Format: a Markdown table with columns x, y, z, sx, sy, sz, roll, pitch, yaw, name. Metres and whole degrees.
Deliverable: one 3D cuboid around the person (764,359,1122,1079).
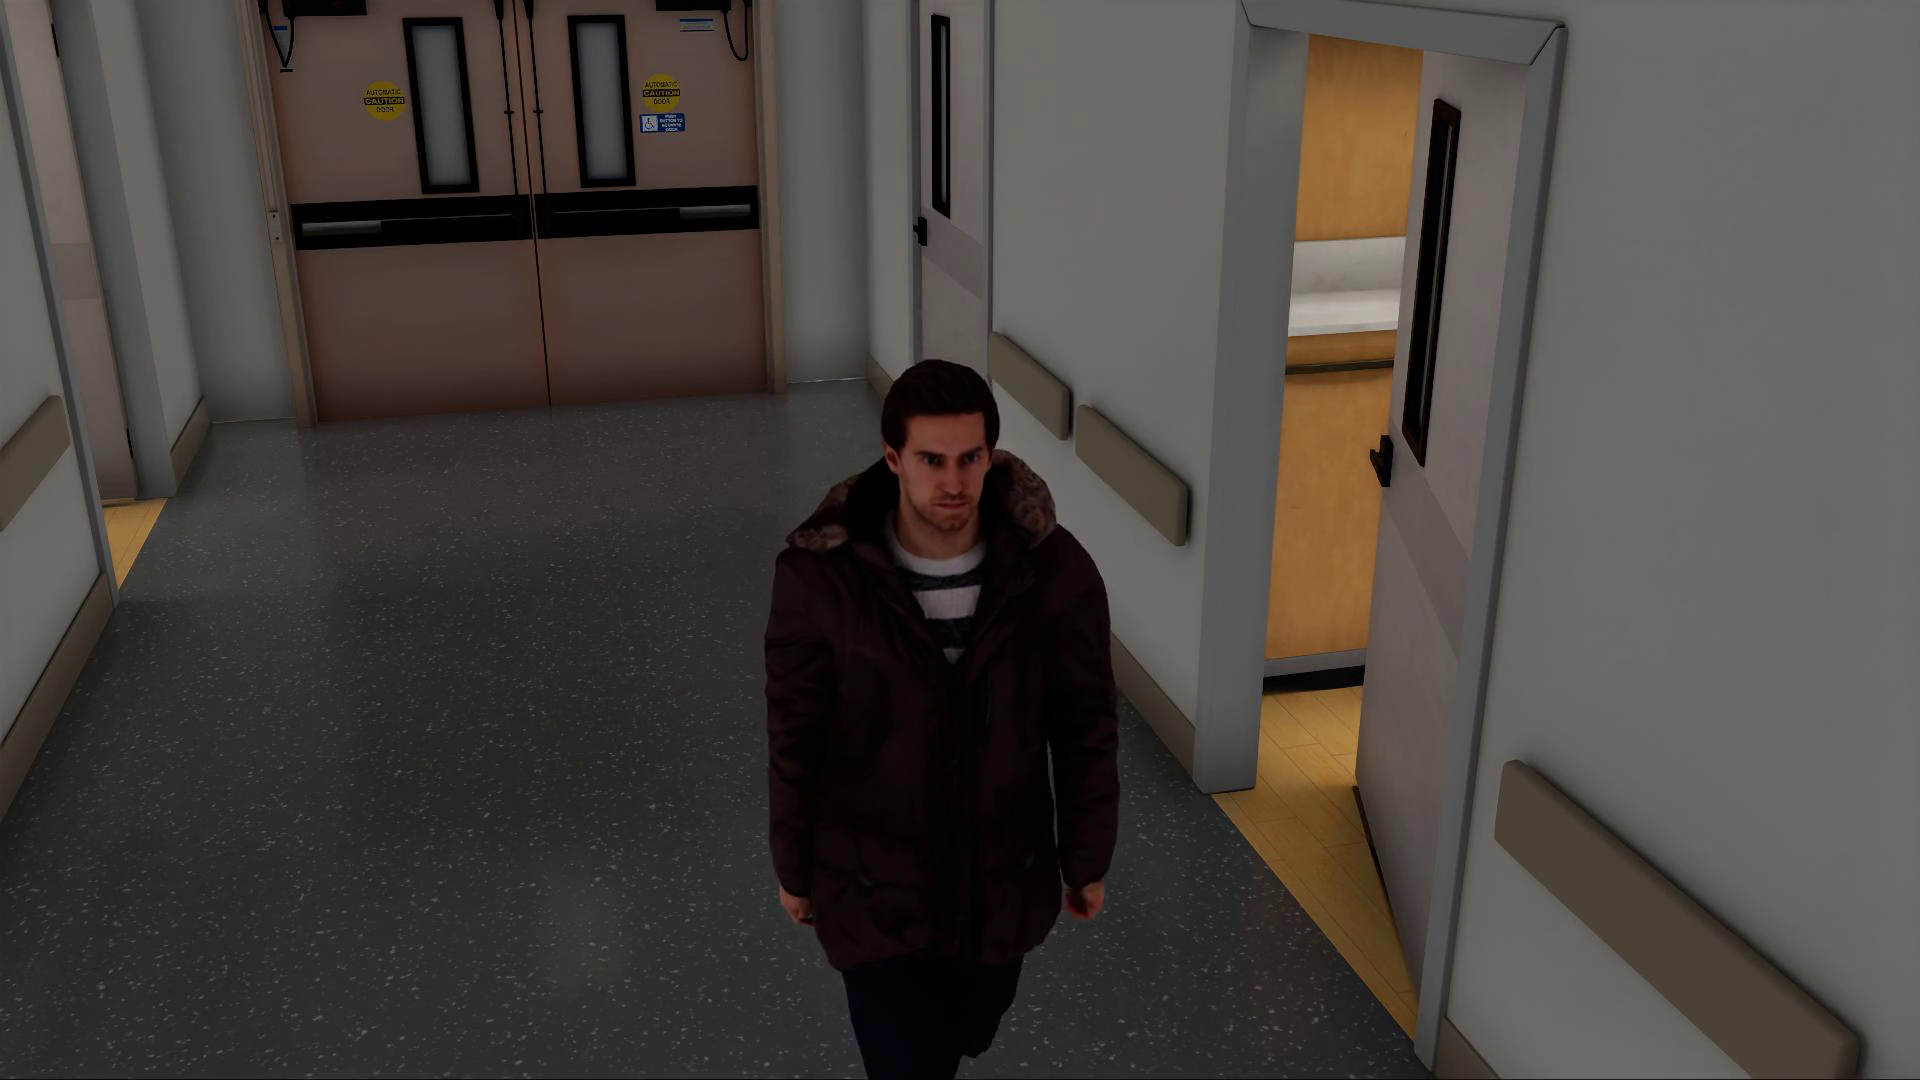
| x | y | z | sx | sy | sz | roll | pitch | yaw | name |
| --- | --- | --- | --- | --- | --- | --- | --- | --- | --- |
| -0.054 | 0.553 | 3.020 | 0.763 | 1.809 | 1.153 | -5 | 21 | -13 | person |
